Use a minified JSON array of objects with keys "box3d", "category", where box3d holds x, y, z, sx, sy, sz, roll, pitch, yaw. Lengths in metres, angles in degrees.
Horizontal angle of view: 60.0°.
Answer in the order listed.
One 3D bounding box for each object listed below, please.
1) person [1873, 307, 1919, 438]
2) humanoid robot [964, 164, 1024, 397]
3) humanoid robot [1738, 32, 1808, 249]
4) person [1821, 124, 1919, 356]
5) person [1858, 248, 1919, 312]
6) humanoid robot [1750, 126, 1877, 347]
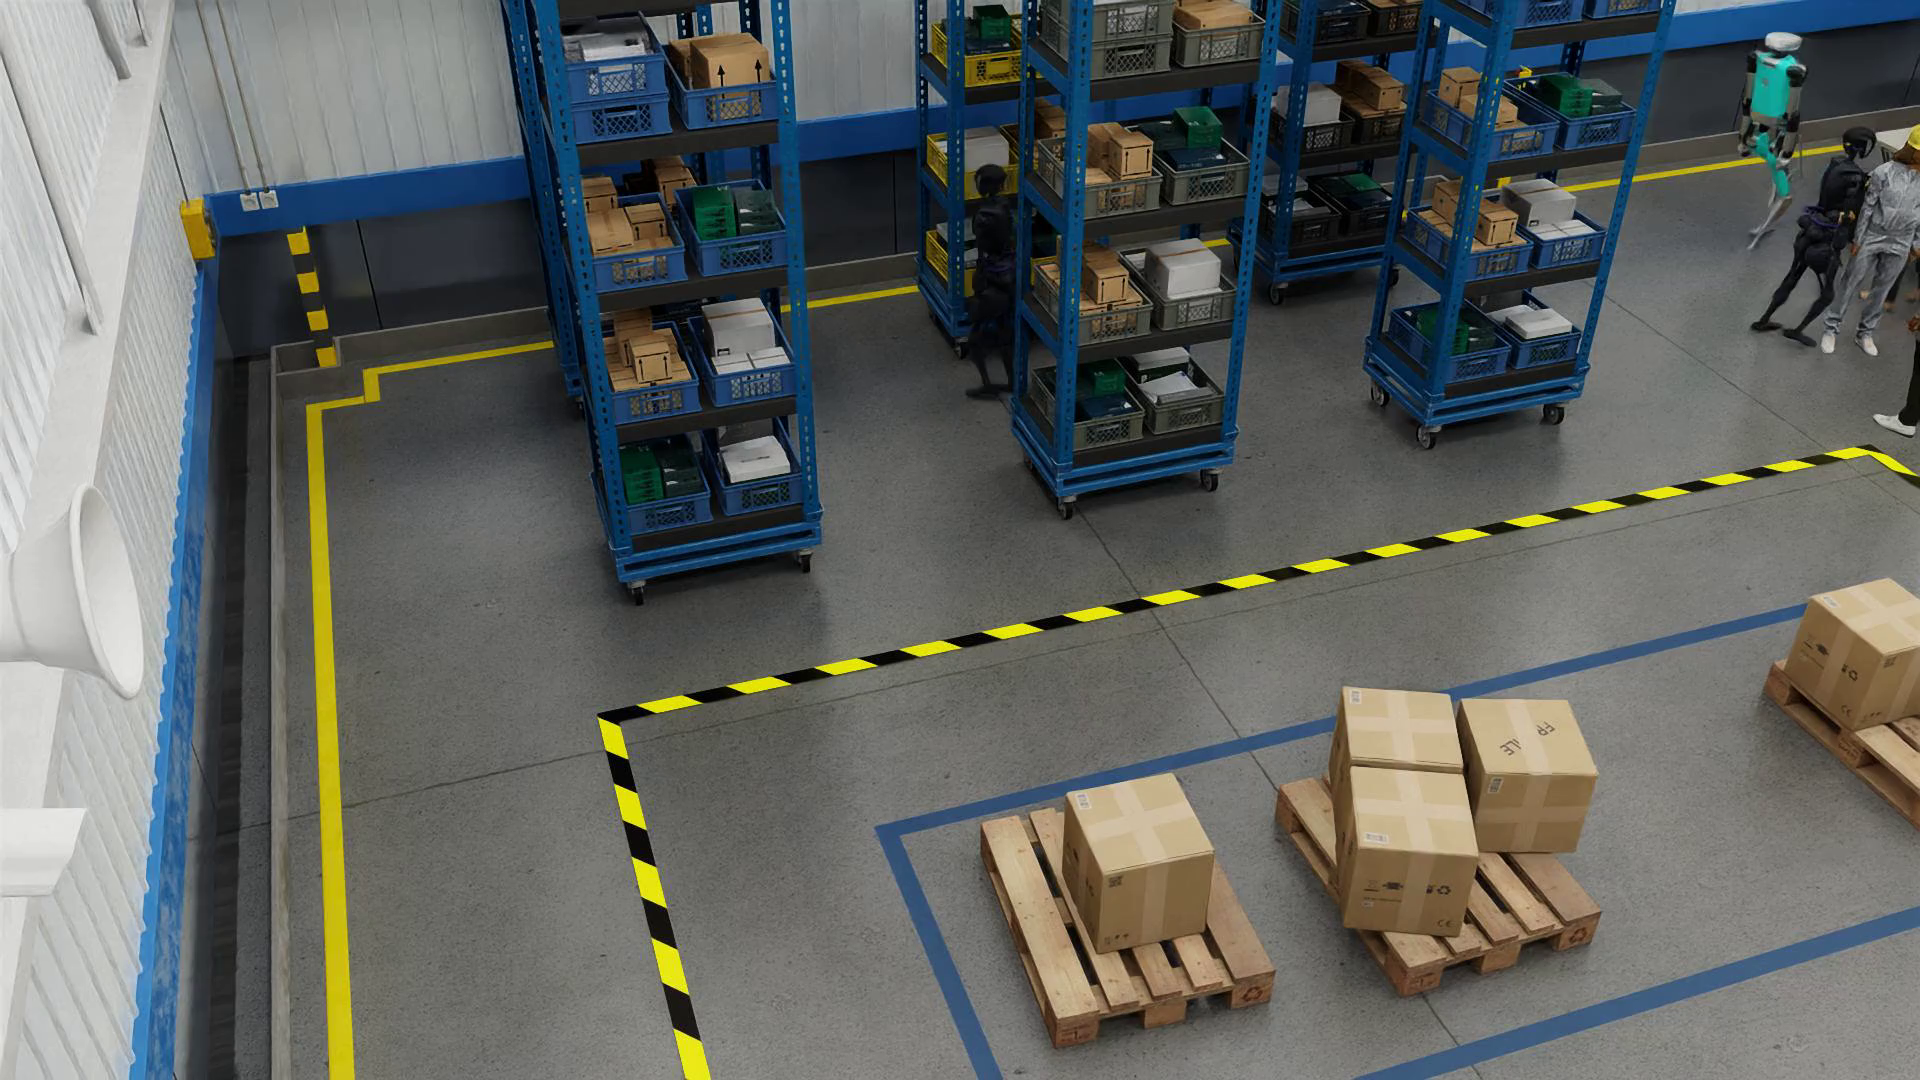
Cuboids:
[{"box3d":[6.469,-1.545,10.873,0.597,1.849,0.388,-12,37,-17],"category":"person"},{"box3d":[0.262,-1.741,11.302,0.386,1.640,0.594,13,37,18],"category":"humanoid robot"},{"box3d":[6.598,-3.201,13.369,0.811,1.812,0.561,-15,38,-20],"category":"humanoid robot"},{"box3d":[6.569,-2.118,11.777,0.483,1.744,0.303,5,36,7],"category":"person"},{"box3d":[7.151,-2.513,12.276,0.553,1.810,0.449,-22,41,-28],"category":"person"},{"box3d":[6.129,-2.159,11.892,0.414,1.647,0.586,4,35,6],"category":"humanoid robot"}]
